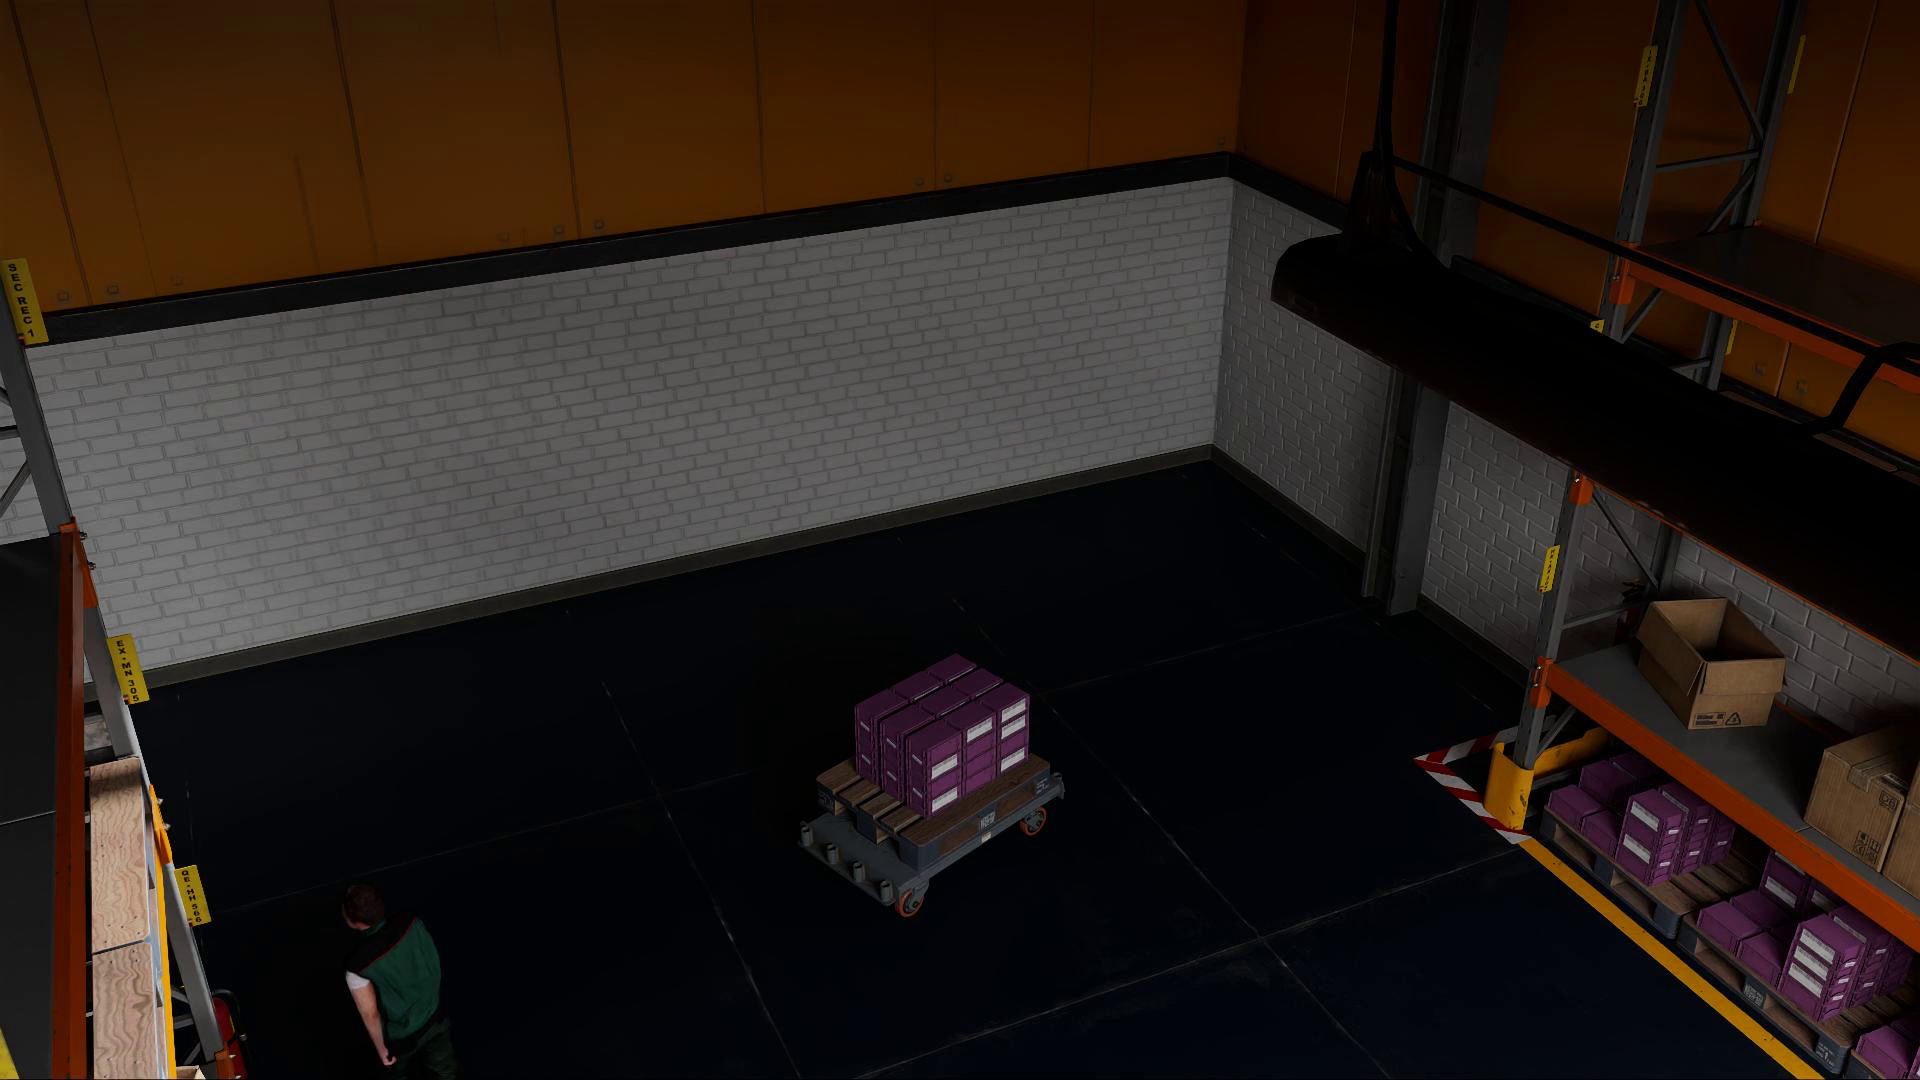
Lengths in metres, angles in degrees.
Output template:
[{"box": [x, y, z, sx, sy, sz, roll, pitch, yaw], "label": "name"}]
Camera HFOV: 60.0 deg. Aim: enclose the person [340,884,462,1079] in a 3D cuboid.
[{"box": [-2.770, 2.503, 8.491, 1.254, 1.776, 1.023, 22, 36, 35], "label": "person"}]
